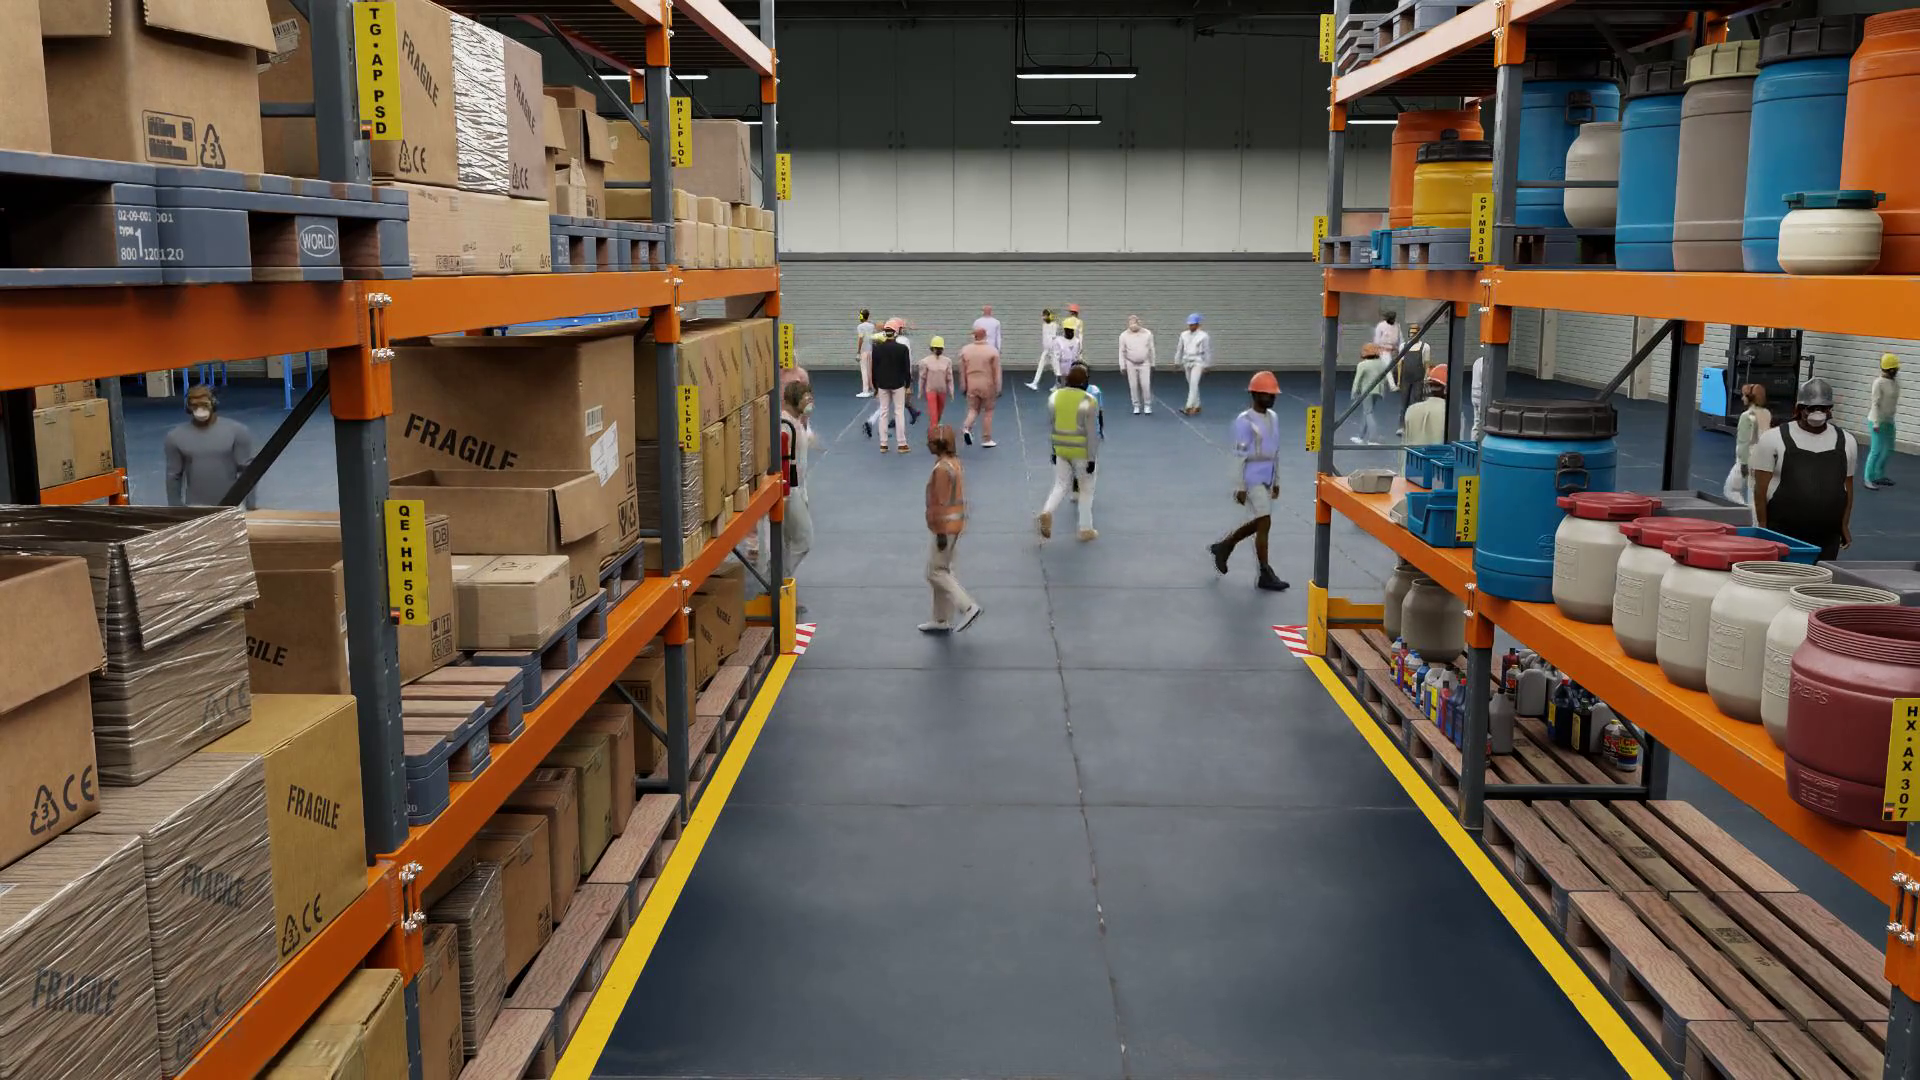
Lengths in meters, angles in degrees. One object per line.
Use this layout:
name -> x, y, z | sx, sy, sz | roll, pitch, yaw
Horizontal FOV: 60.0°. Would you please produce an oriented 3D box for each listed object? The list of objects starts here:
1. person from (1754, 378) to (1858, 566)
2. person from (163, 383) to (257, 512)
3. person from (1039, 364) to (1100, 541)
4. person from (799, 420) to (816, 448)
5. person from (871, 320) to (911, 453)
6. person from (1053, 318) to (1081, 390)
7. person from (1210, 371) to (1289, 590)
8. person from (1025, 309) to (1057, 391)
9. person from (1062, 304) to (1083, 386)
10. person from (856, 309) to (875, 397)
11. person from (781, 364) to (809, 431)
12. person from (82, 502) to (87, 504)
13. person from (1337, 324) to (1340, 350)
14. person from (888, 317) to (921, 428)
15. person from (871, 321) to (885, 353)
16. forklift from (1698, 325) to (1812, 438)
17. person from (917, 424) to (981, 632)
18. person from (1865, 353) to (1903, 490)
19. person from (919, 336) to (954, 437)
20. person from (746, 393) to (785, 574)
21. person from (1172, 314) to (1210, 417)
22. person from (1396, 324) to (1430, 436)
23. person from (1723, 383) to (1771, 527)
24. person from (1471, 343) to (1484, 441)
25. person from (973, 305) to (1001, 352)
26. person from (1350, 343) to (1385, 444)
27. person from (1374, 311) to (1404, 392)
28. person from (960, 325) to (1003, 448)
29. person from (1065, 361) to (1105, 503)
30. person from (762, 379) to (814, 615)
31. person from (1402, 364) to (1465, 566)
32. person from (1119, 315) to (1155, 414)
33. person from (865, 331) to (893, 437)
person -> 6.040, -0.117, 11.871 | 0.676, 2.000, 0.536 | 1, 10, 9
person -> -5.802, -0.253, 12.898 | 0.661, 1.925, 0.429 | -2, 10, -14
person -> 1.140, -0.884, 17.010 | 0.629, 1.818, 0.717 | 7, 12, 36
person -> -2.667, -2.267, 25.337 | 0.873, 1.810, 0.628 | -4, 10, -21
person -> -1.026, -2.316, 25.084 | 0.610, 1.985, 0.400 | 3, 10, 16
person -> 1.904, -2.903, 28.923 | 0.597, 1.878, 0.980 | -5, 11, -27
person -> 2.585, -0.550, 14.749 | 0.821, 1.913, 0.552 | 9, 13, 42
person -> 1.902, -4.194, 36.850 | 0.993, 1.810, 0.531 | -7, 12, -36
person -> 2.650, -4.524, 38.599 | 0.569, 1.882, 0.975 | 6, 11, 32
person -> -2.019, -3.983, 35.417 | 0.309, 1.868, 0.535 | 7, 12, 37
person -> -2.215, -1.528, 20.805 | 0.631, 1.849, 1.032 | 2, 10, 11
person -> -10.367, -1.241, 19.401 | 0.405, 1.728, 0.505 | -4, 10, -21
person -> 8.354, -4.288, 37.237 | 0.379, 1.891, 0.726 | 3, 10, 15
person -> -1.004, -2.884, 28.664 | 0.638, 1.925, 0.544 | 3, 10, 16
person -> -1.678, -3.854, 35.459 | 0.516, 1.606, 0.858 | -1, 9, -3
forklift -> 13.248, -3.165, 27.620 | 1.129, 2.768, 1.873 | 0, 9, 1
person -> -0.102, -0.079, 12.760 | 0.426, 1.626, 0.529 | 2, 10, 10
person -> 11.631, -1.491, 20.921 | 0.594, 1.722, 0.447 | -5, 11, -27
person -> -0.387, -2.304, 25.793 | 0.522, 1.729, 0.884 | -4, 10, -23
person -> -1.856, -0.679, 15.439 | 0.627, 1.935, 1.079 | -2, 10, -12
person -> 4.321, -3.268, 31.069 | 0.627, 1.889, 1.016 | 8, 13, 41
person -> 7.466, -2.633, 27.403 | 0.506, 1.845, 0.342 | 5, 11, 28
person -> 8.067, -0.785, 17.001 | 0.518, 1.627, 0.372 | -6, 11, -33
person -> 7.335, -1.914, 23.168 | 0.403, 1.824, 0.596 | -1, 10, -5
person -> 0.617, -4.429, 38.078 | 0.651, 1.880, 0.832 | 0, 9, 1
person -> 6.261, -2.249, 25.796 | 0.527, 1.597, 0.777 | -6, 11, -31
person -> 9.539, -4.211, 37.068 | 0.625, 1.795, 0.985 | -4, 10, -24
person -> 0.333, -2.362, 25.663 | 0.666, 1.890, 0.520 | 5, 11, 27
person -> 1.434, -1.302, 19.915 | 0.591, 1.669, 0.531 | -2, 10, -11
person -> -1.364, -0.338, 13.439 | 0.436, 1.915, 0.654 | 1, 10, 4
person -> 4.175, -0.550, 14.573 | 0.797, 1.964, 0.637 | -9, 13, -42
person -> 3.323, -3.294, 31.320 | 0.678, 1.860, 0.554 | 1, 9, 4
person -> -1.312, -2.516, 27.021 | 0.530, 1.749, 0.683 | 8, 13, 41
